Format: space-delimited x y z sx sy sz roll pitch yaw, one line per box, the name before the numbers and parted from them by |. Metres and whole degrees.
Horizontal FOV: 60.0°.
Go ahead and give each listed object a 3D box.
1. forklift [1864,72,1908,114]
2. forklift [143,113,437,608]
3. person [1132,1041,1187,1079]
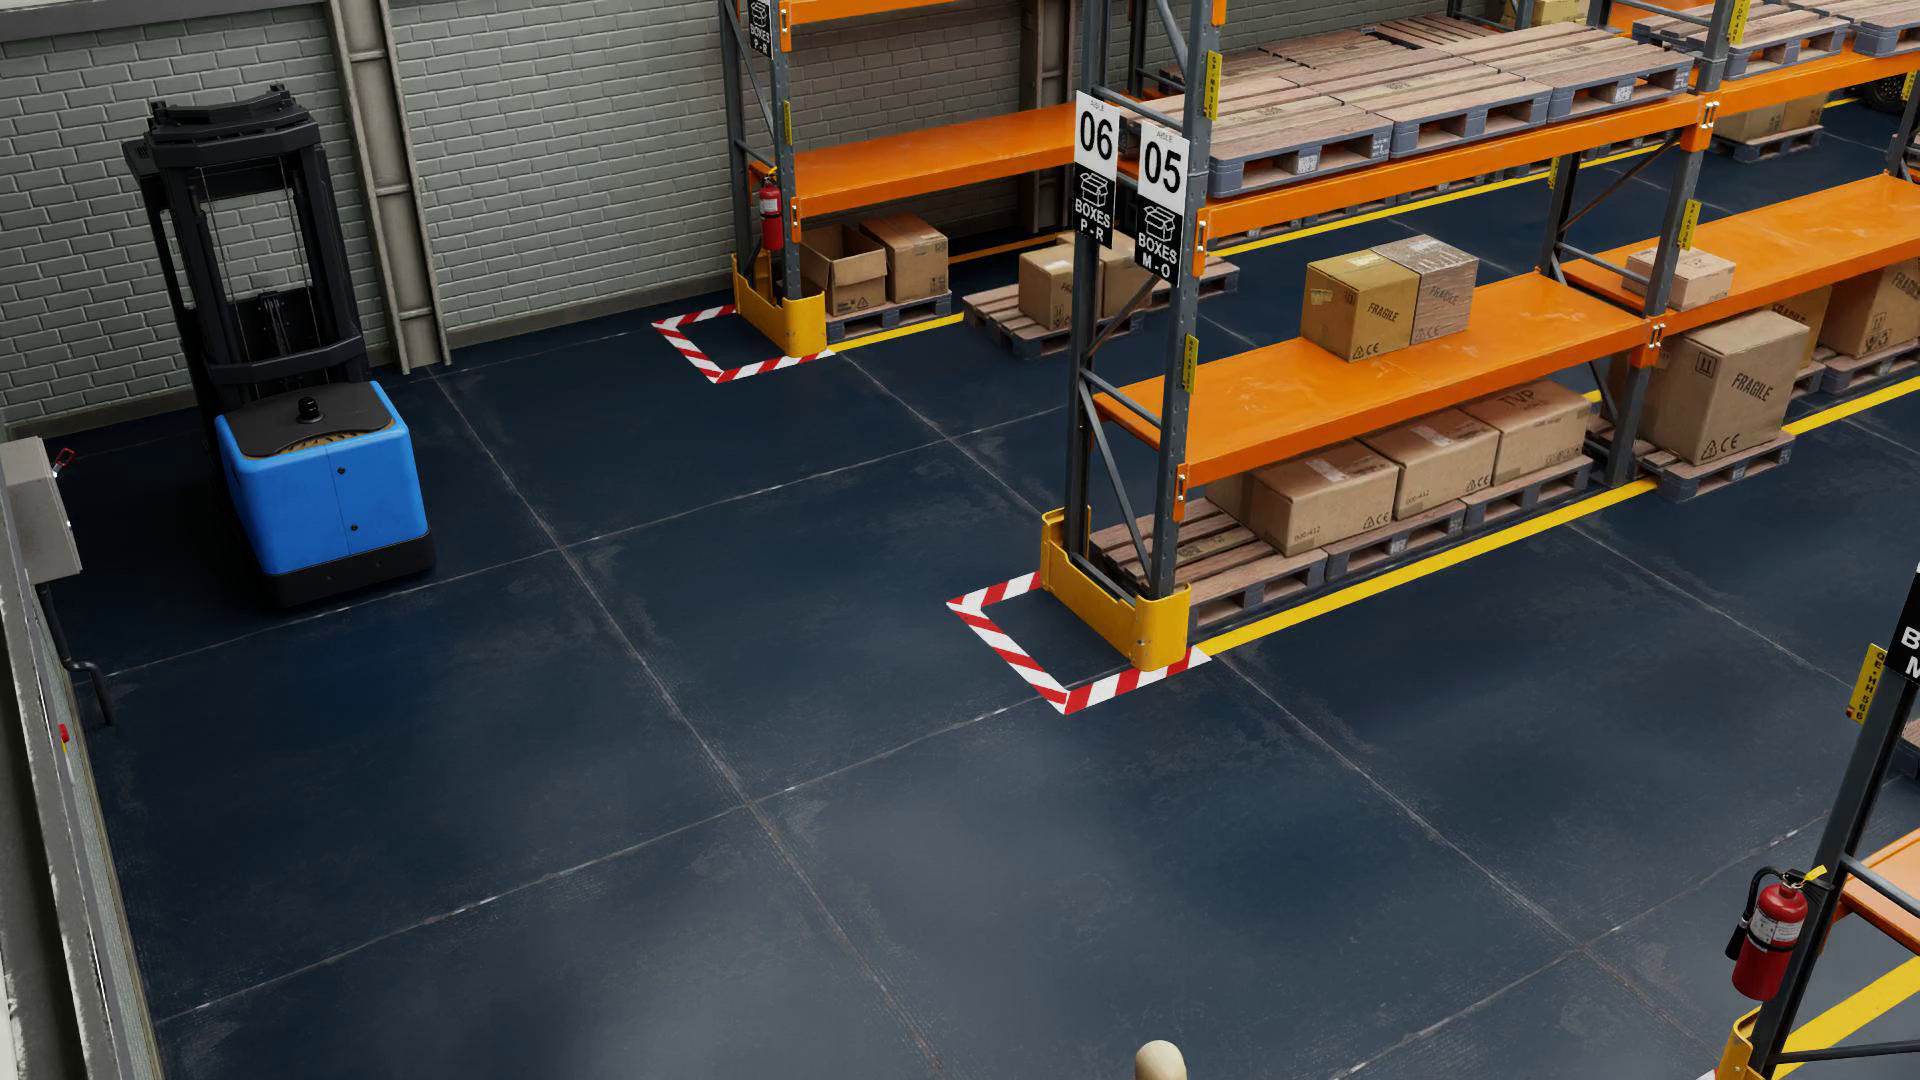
forklift | 11.468 -5.645 18.244 1.214 2.155 2.313 -17 36 -26
forklift | -4.289 -1.259 10.509 1.129 2.768 1.873 -17 36 -26
person | 0.620 2.354 5.681 0.589 1.799 0.395 -10 33 -16
